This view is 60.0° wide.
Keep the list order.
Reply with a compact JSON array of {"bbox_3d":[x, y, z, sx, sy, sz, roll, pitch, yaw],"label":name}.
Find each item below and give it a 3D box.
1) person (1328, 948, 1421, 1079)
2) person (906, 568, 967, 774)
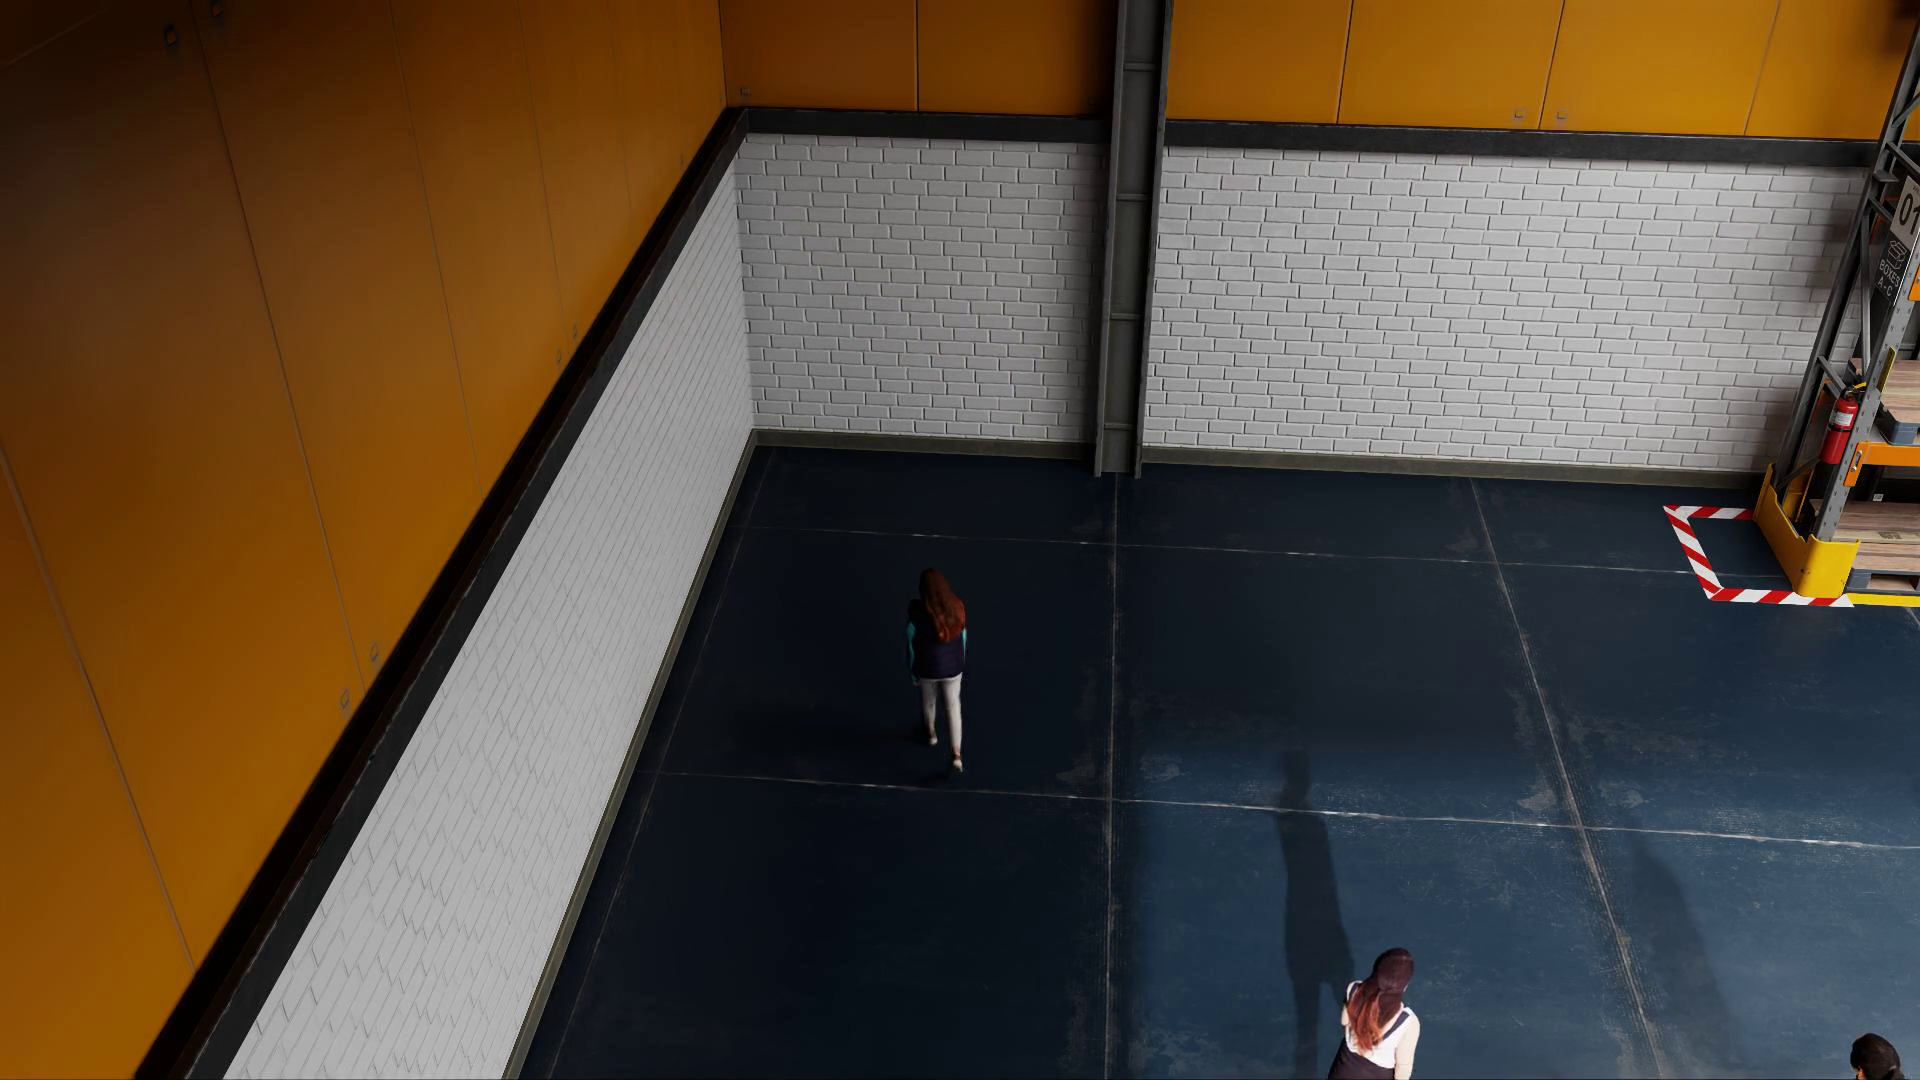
[{"bbox_3d":[1.901,2.634,7.961,1.072,1.599,0.930,19,38,26],"label":"person"},{"bbox_3d":[-0.119,0.847,10.752,0.918,1.485,0.773,-6,34,-9],"label":"person"}]
